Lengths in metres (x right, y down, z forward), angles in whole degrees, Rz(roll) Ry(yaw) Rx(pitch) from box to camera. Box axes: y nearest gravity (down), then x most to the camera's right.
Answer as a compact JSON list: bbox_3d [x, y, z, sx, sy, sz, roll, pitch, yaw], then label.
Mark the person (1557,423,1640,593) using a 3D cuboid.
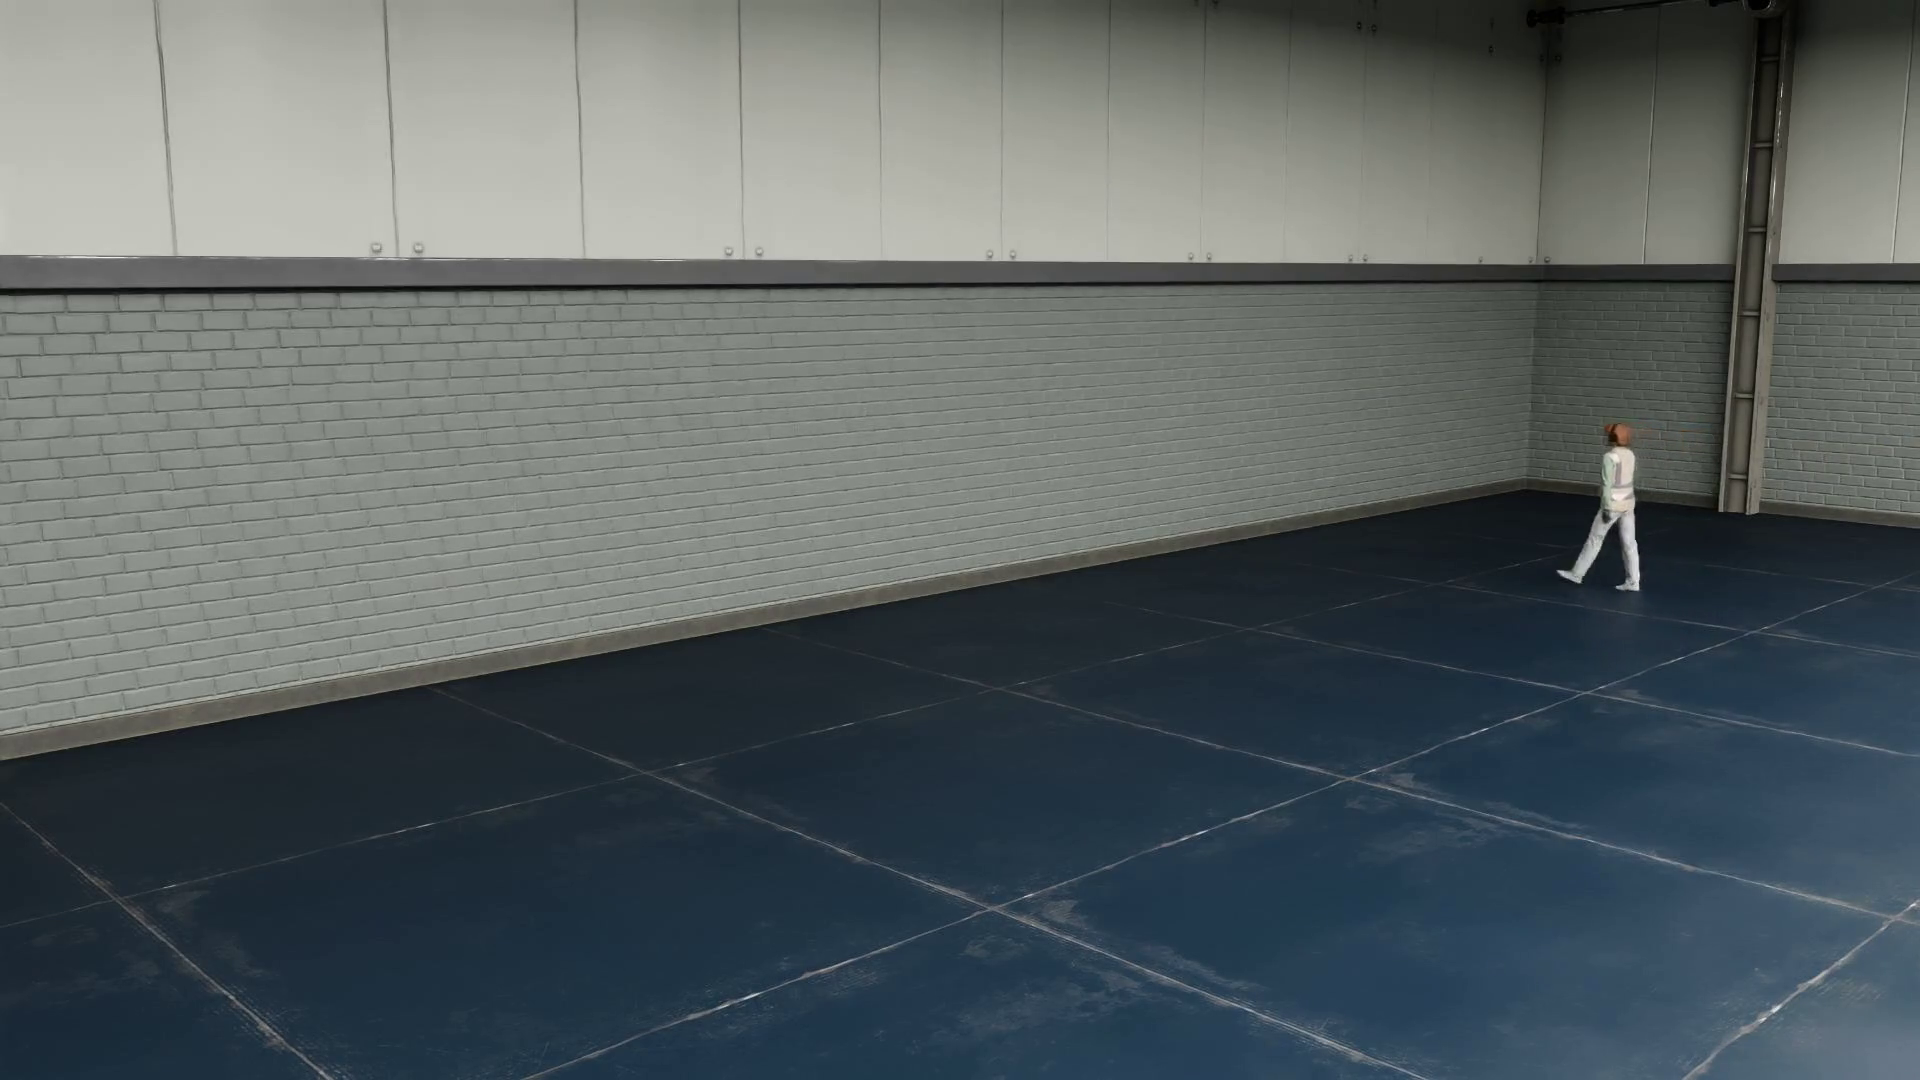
[{"bbox_3d":[6.179,-0.318,15.905,0.532,1.601,0.802,-6,11,-35],"label":"person"}]
